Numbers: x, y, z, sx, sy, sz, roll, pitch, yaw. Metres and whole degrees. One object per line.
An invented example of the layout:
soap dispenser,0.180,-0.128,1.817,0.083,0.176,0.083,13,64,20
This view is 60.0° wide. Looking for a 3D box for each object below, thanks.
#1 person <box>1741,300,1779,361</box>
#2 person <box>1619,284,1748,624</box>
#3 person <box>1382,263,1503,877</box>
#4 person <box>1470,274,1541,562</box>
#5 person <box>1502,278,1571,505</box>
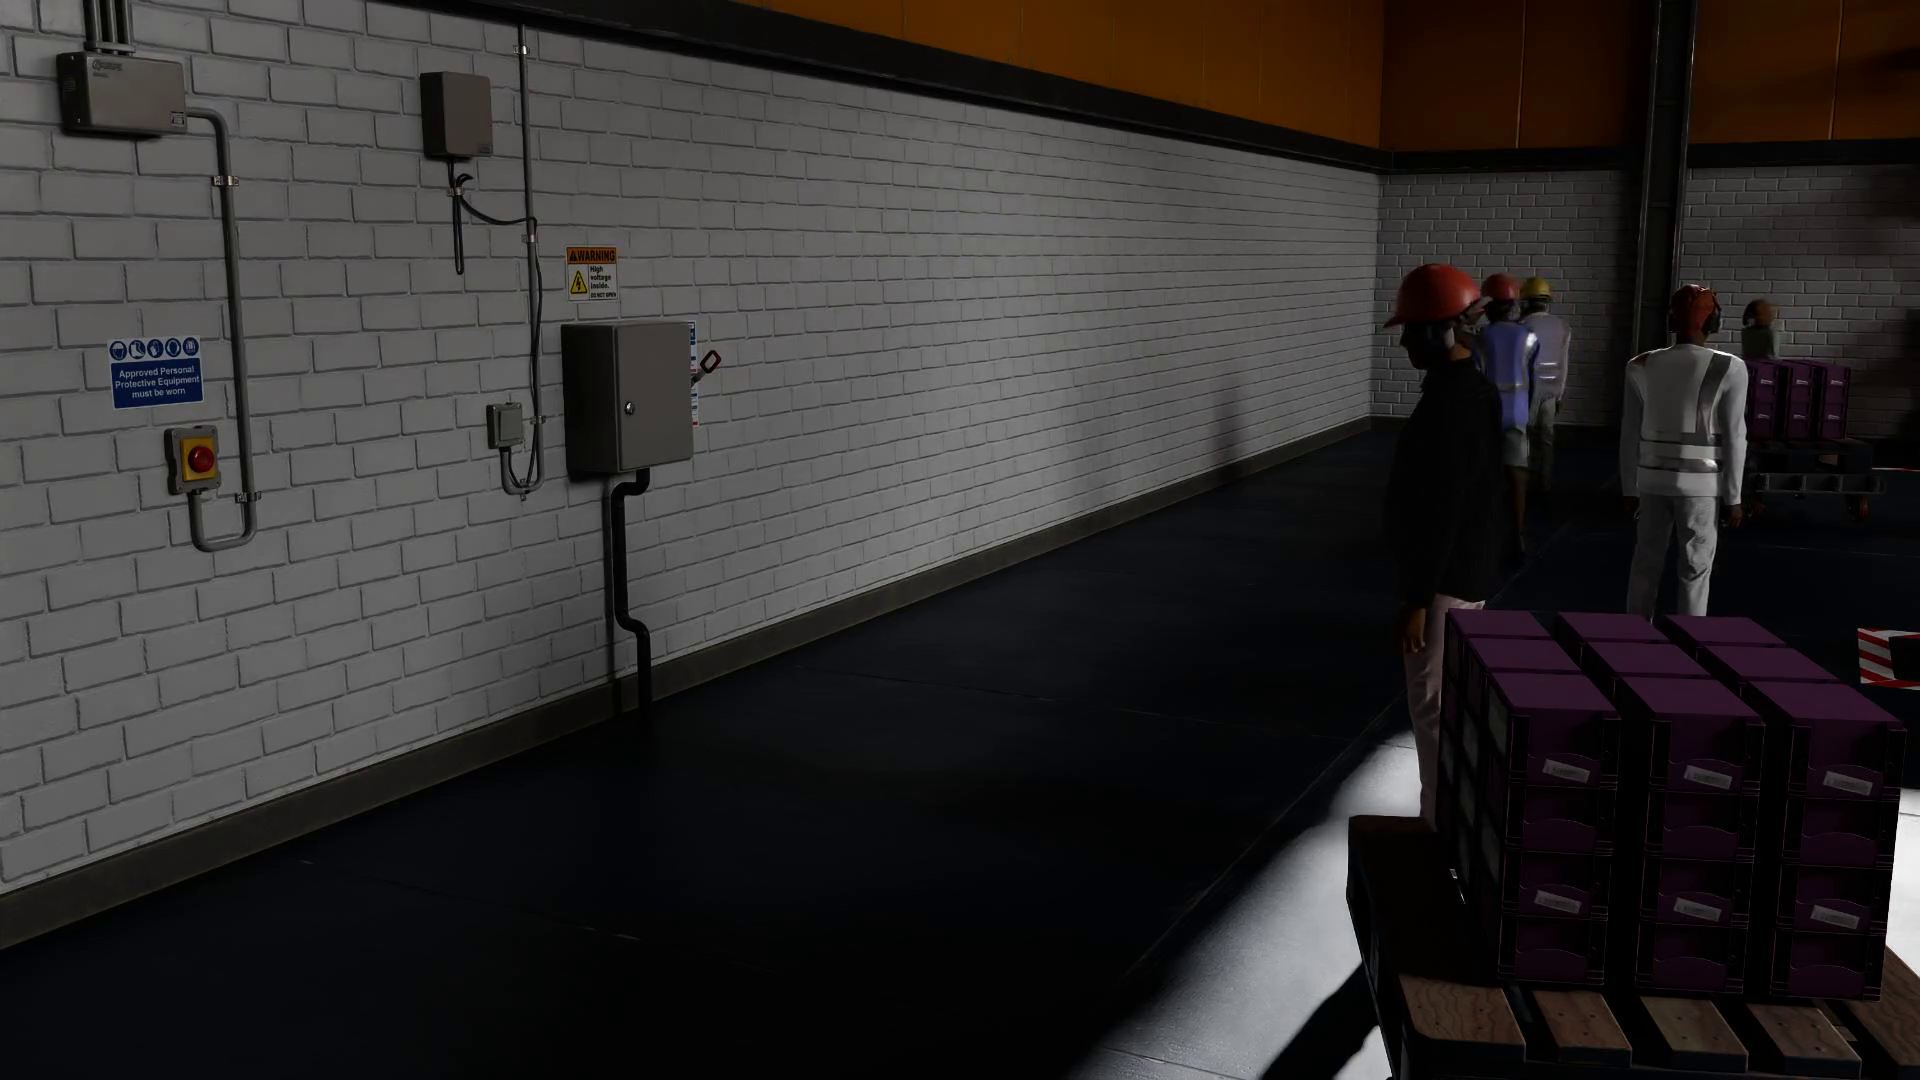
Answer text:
person,7.455,-1.463,15.637,0.786,1.578,0.503,-4,11,-22
person,3.338,-0.236,7.716,0.359,1.880,0.575,-9,13,-41
person,1.500,0.132,5.257,0.389,1.990,0.610,5,11,28
person,3.591,-0.817,11.058,0.550,1.897,0.986,1,10,4
person,4.604,-1.190,13.413,0.622,1.822,0.417,-3,10,-16
